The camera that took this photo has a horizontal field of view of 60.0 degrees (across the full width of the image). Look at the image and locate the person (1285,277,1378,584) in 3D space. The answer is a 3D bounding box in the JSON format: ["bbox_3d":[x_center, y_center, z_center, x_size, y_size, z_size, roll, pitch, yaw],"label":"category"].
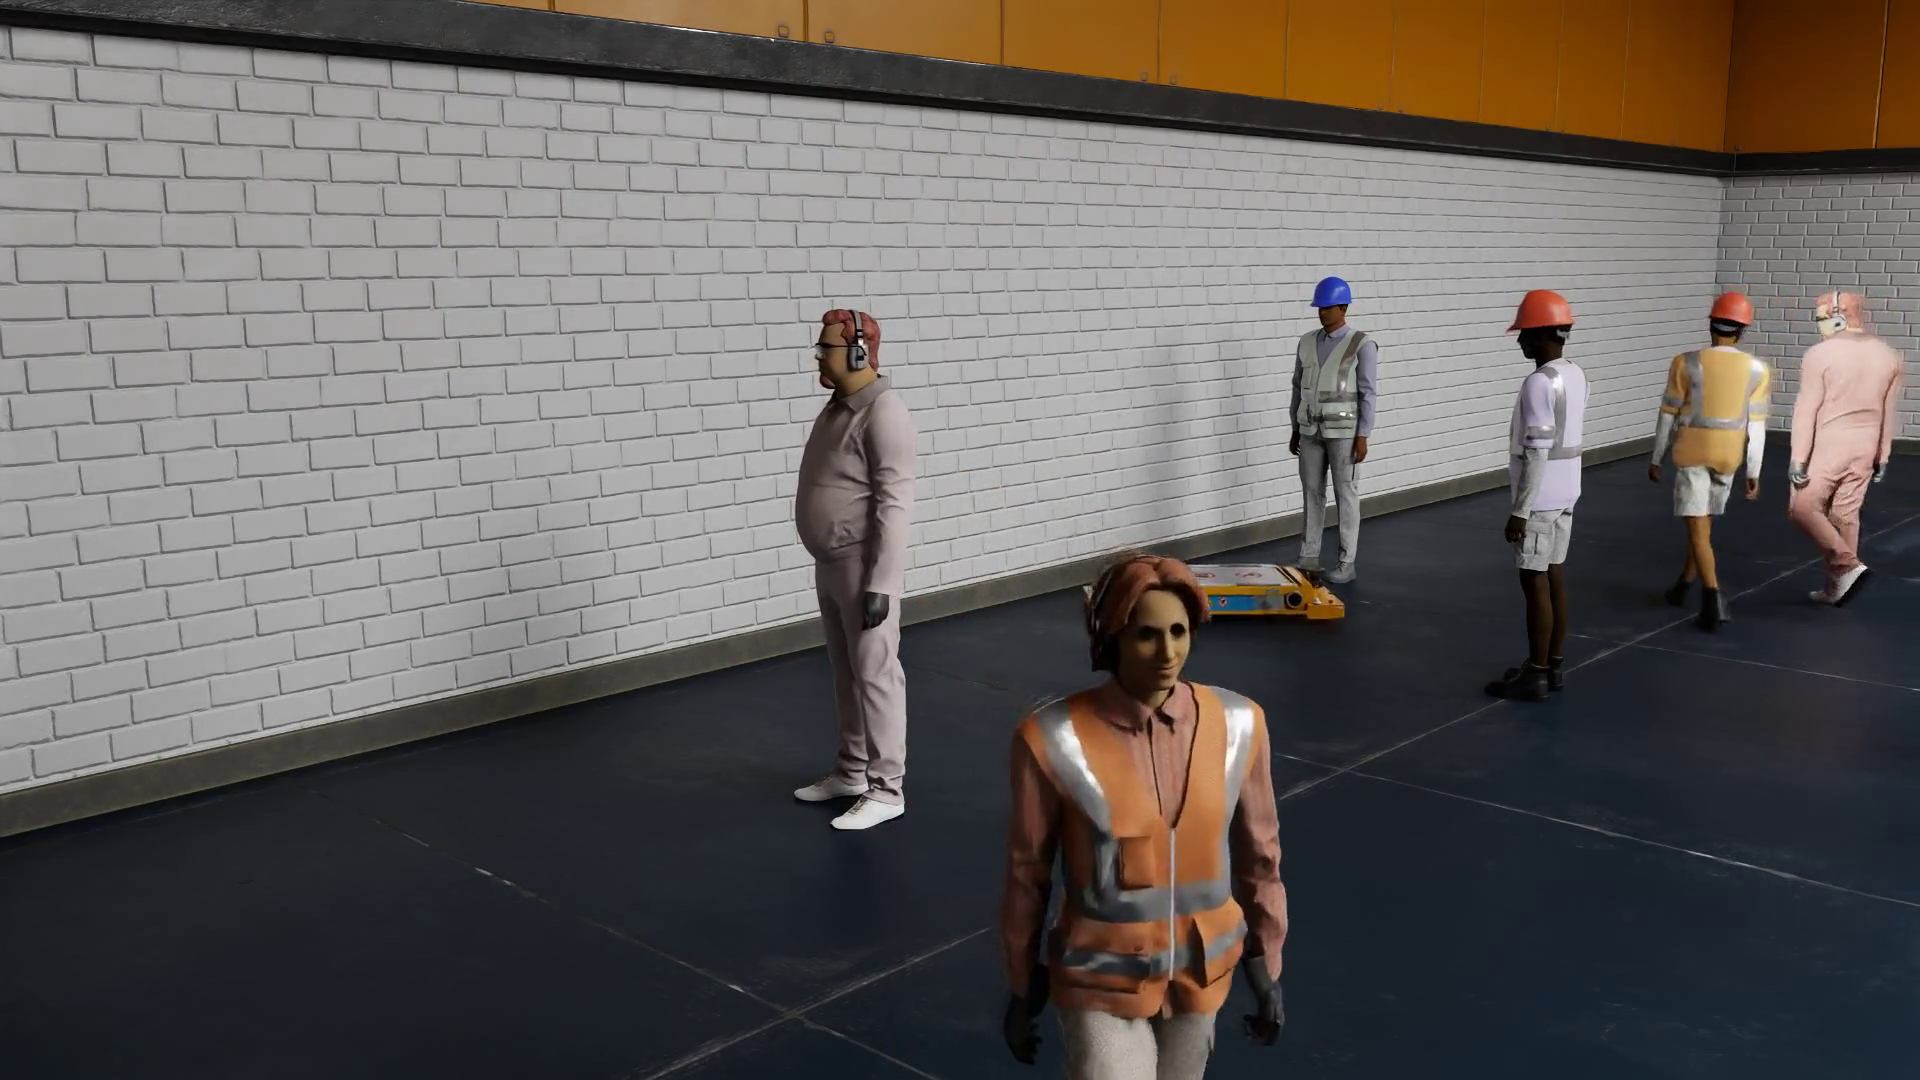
[{"bbox_3d":[2.362,-0.701,10.641,0.394,1.945,0.613,-9,13,-42],"label":"person"}]

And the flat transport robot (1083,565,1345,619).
[{"bbox_3d":[1.462,0.298,9.721,1.431,0.197,0.652,0,10,-1],"label":"flat transport robot"}]

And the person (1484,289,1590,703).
[{"bbox_3d":[2.717,-0.202,7.831,0.362,1.936,0.542,8,13,37],"label":"person"}]

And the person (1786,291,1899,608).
[{"bbox_3d":[5.147,-0.504,9.696,0.675,1.883,0.522,-3,10,-14],"label":"person"}]

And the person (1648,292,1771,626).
[{"bbox_3d":[4.285,-0.470,9.506,0.554,1.888,0.968,0,10,1],"label":"person"}]

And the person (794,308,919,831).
[{"bbox_3d":[-0.406,0.107,6.151,0.406,1.911,0.636,-4,11,-24],"label":"person"}]

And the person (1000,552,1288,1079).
[{"bbox_3d":[0.334,0.800,3.080,0.526,1.599,0.837,-3,10,-18],"label":"person"}]
